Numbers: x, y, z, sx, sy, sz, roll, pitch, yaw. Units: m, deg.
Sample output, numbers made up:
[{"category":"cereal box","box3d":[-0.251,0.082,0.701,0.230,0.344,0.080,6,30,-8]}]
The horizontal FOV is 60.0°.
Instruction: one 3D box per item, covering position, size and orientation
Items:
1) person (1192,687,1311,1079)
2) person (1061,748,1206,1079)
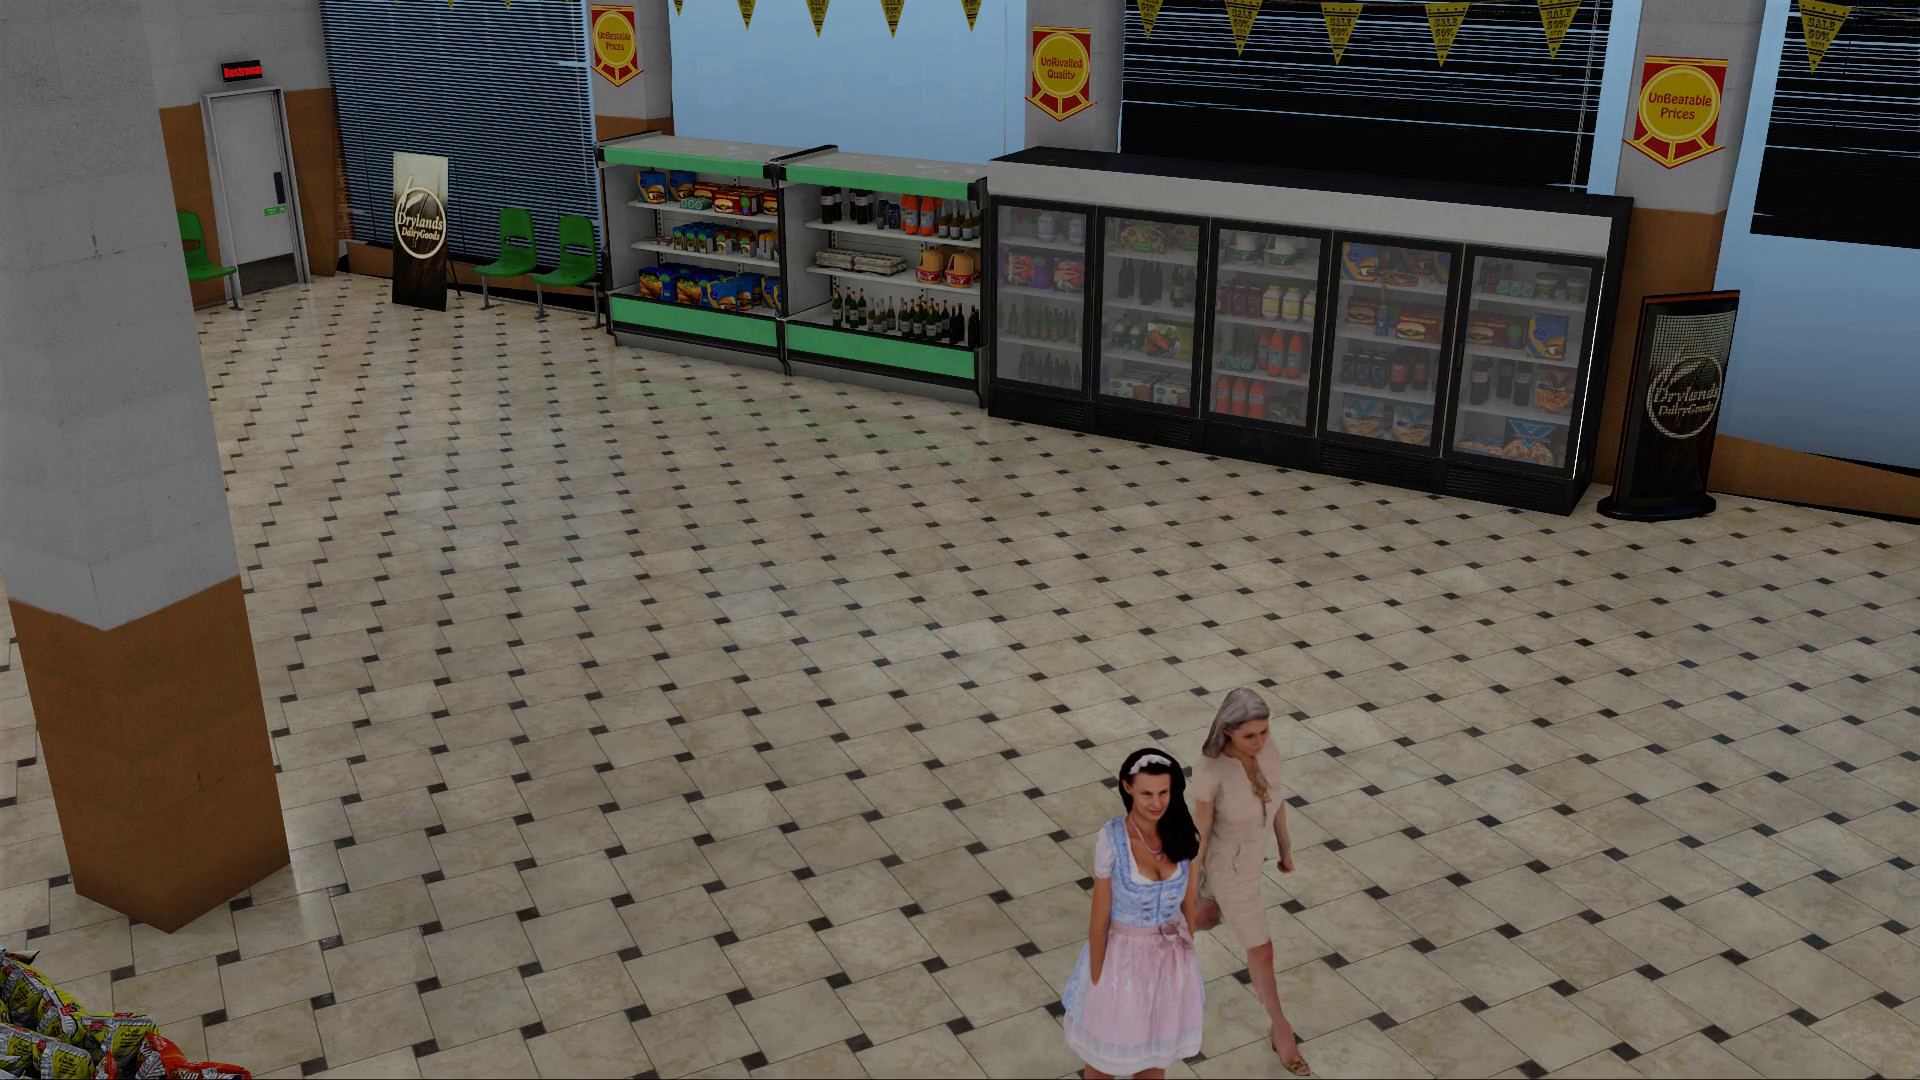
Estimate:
[{"category":"person","box3d":[1.019,1.332,6.735,1.190,1.686,0.854,18,28,37]},{"category":"person","box3d":[0.640,1.558,5.995,0.858,1.819,0.915,-7,23,-16]}]
